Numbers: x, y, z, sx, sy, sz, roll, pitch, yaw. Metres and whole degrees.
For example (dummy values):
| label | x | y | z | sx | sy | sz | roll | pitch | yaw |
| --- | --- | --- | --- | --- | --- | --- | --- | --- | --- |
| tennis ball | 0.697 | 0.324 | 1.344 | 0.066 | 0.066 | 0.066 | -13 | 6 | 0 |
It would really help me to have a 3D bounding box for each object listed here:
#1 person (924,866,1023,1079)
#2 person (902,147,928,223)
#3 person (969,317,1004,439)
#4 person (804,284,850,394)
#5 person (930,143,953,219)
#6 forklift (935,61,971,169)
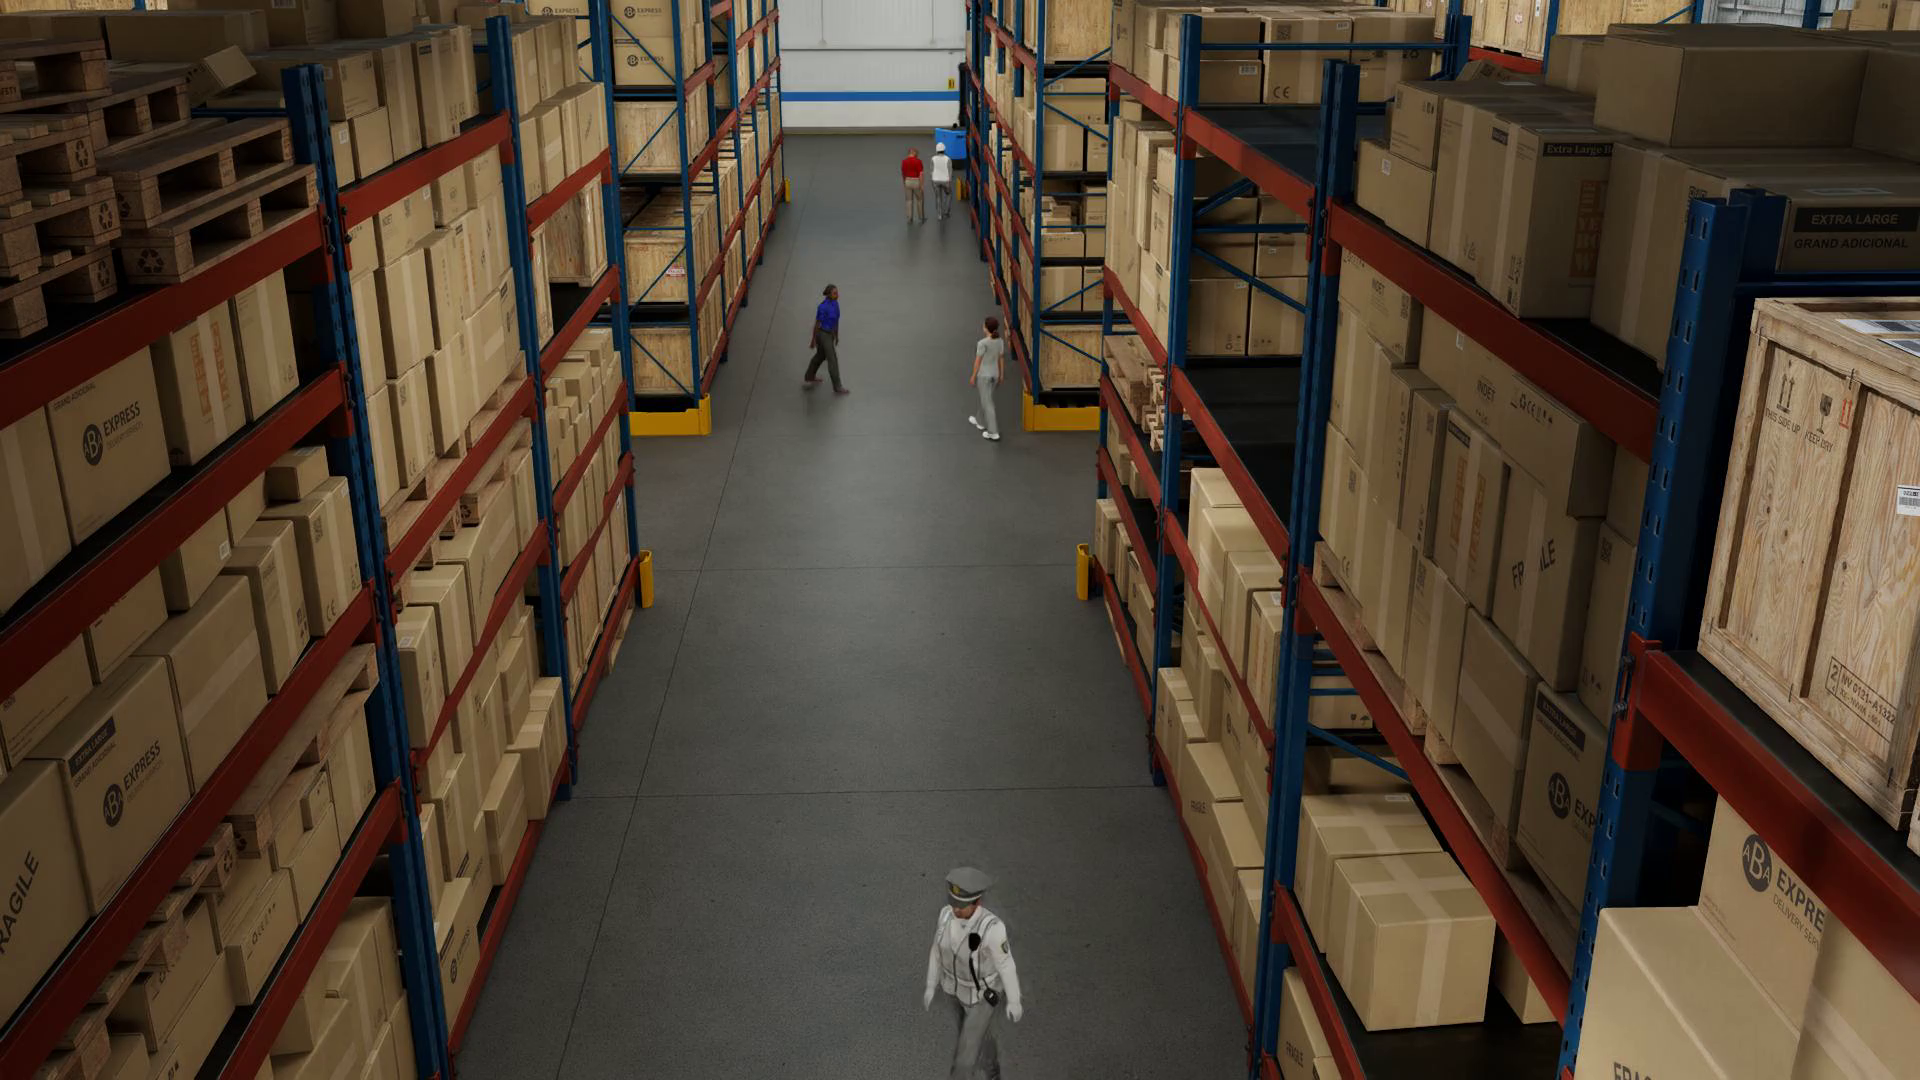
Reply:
| label | x | y | z | sx | sy | sz | roll | pitch | yaw |
| --- | --- | --- | --- | --- | --- | --- | --- | --- | --- |
| person | 0.005 | 2.635 | 9.545 | 0.541 | 1.629 | 0.867 | 18 | 27 | 39 |
| person | -1.065 | -8.245 | 38.588 | 0.557 | 1.720 | 0.720 | 5 | 21 | 12 |
| person | 0.287 | -2.239 | 22.621 | 0.451 | 1.659 | 0.772 | -17 | 26 | -38 |
| person | -1.992 | -3.049 | 24.883 | 0.943 | 1.601 | 0.490 | 10 | 23 | 24 |
| person | -0.431 | -8.439 | 39.039 | 0.534 | 1.766 | 0.461 | 1 | 20 | 3 |
| forklift | 0.795 | -12.245 | 47.650 | 3.031 | 2.941 | 1.121 | -13 | 24 | -31 |
